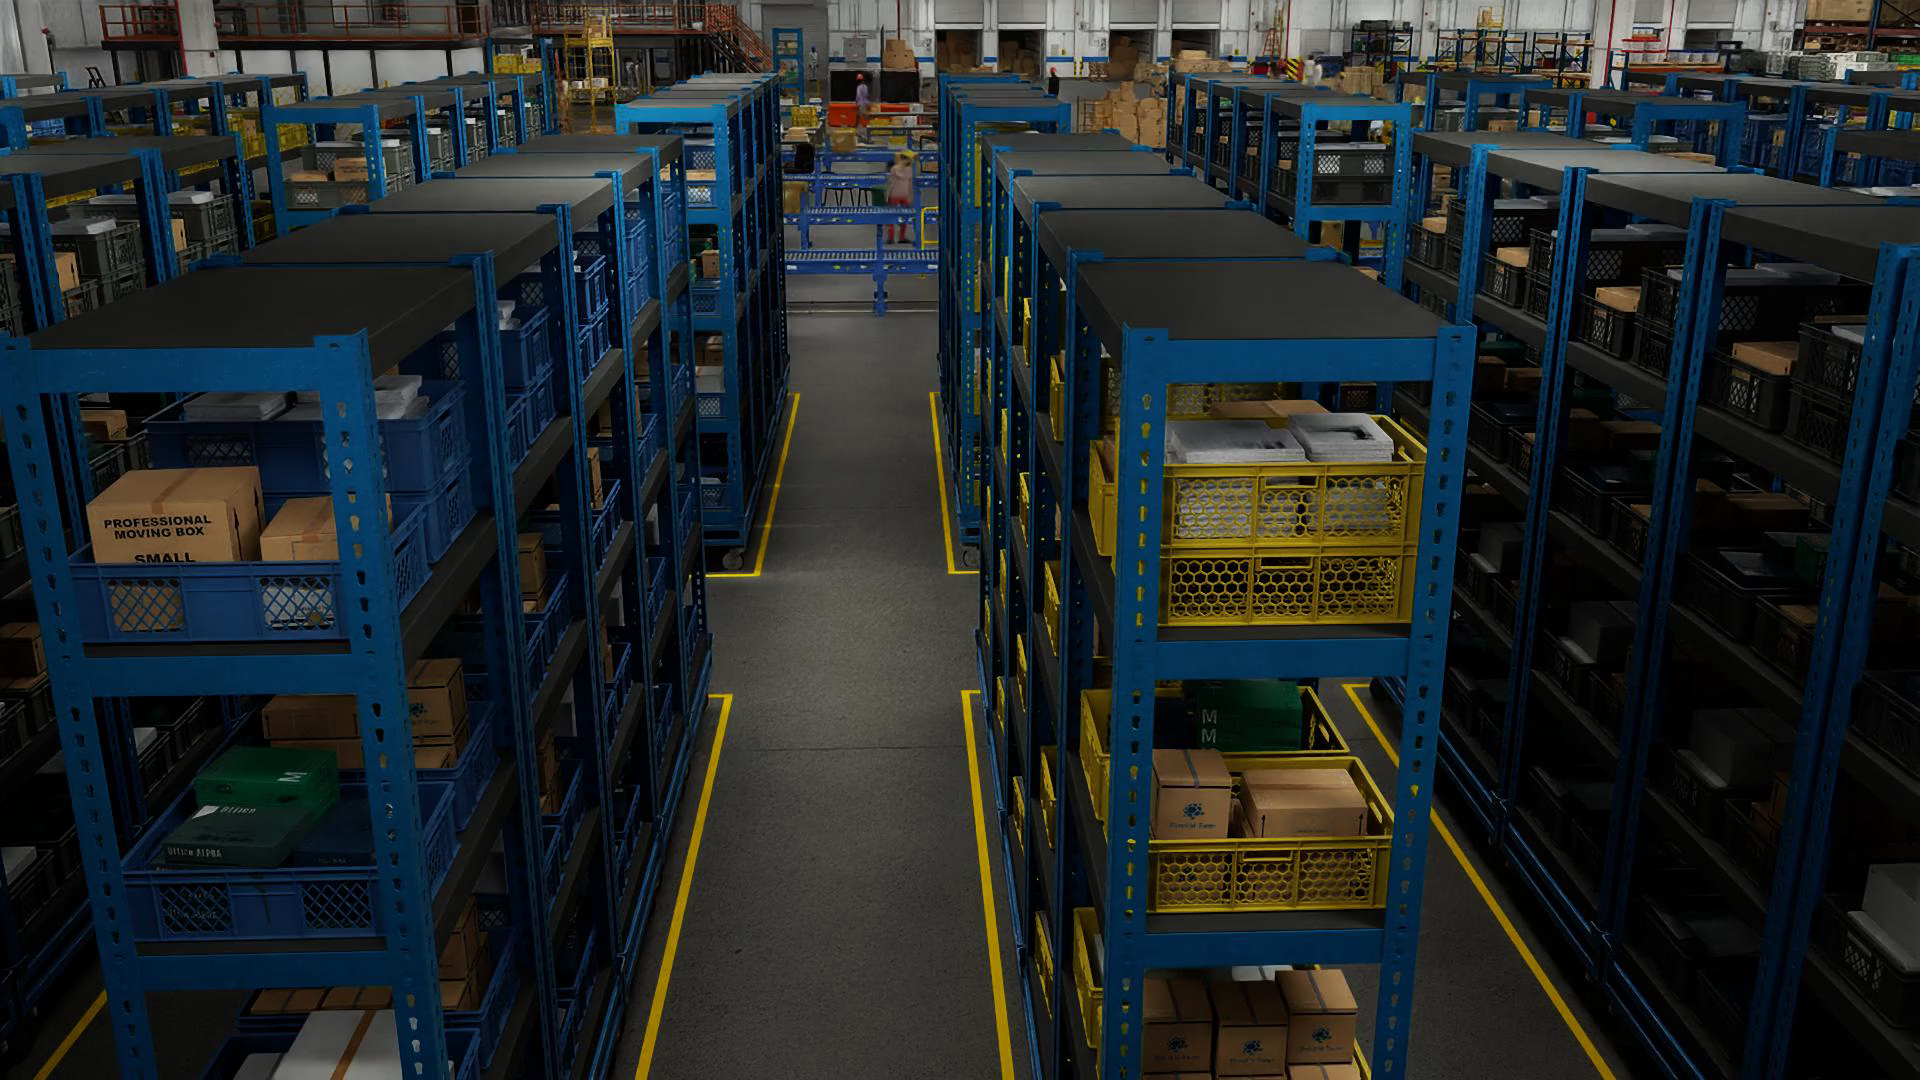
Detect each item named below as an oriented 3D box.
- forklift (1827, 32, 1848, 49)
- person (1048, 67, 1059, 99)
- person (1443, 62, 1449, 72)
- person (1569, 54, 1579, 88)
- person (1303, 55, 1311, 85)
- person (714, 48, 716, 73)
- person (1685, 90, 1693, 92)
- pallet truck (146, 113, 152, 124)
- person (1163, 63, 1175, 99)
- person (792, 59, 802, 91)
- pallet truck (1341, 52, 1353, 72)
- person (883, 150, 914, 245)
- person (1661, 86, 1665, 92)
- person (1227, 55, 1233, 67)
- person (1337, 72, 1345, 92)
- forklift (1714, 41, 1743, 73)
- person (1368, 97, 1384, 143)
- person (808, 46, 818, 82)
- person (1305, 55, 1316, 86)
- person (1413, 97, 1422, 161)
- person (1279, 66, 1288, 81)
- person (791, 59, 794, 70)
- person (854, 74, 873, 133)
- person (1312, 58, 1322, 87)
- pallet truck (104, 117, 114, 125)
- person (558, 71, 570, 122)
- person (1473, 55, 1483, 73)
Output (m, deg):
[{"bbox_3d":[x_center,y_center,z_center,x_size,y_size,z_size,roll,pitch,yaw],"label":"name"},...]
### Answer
[{"bbox_3d":[46.023,-25.321,87.619,1.129,2.768,1.873,-1,18,-2],"label":"forklift"},{"bbox_3d":[3.509,-16.821,62.733,0.381,1.994,0.613,-11,21,-31],"label":"person"},{"bbox_3d":[21.897,-20.685,75.093,0.300,1.743,0.493,7,19,20],"label":"person"},{"bbox_3d":[29.604,-22.419,80.164,0.363,1.928,0.587,12,21,32],"label":"person"},{"bbox_3d":[17.590,-23.506,83.719,0.861,1.812,0.632,0,18,0],"label":"person"},{"bbox_3d":[-13.842,-26.858,93.794,0.396,1.992,0.623,-7,19,-20],"label":"person"},{"bbox_3d":[29.522,-18.181,67.030,0.620,1.942,0.719,1,18,3],"label":"person"},{"bbox_3d":[-18.087,-8.309,36.390,1.885,1.965,0.823,-1,18,-4],"label":"pallet truck"},{"bbox_3d":[8.302,-17.723,65.453,0.679,2.000,0.535,-2,18,-7],"label":"person"},{"bbox_3d":[-8.288,-23.947,84.956,0.544,1.898,0.958,-3,18,-10],"label":"person"},{"bbox_3d":[18.794,-23.123,82.231,0.823,1.965,1.885,-13,22,-35],"label":"pallet truck"},{"bbox_3d":[-1.144,-6.298,30.614,0.675,1.720,0.333,-13,22,-34],"label":"person"},{"bbox_3d":[25.539,-15.884,59.950,0.436,1.917,0.594,-17,24,-42],"label":"person"},{"bbox_3d":[14.130,-24.617,87.389,0.916,1.639,0.547,16,24,41],"label":"person"},{"bbox_3d":[14.734,-17.278,64.540,0.403,1.748,0.525,3,18,10],"label":"person"},{"bbox_3d":[31.037,-18.815,67.486,1.129,2.768,1.873,-1,18,-2],"label":"forklift"},{"bbox_3d":[12.170,-12.078,48.585,0.528,1.666,0.837,1,18,2],"label":"person"},{"bbox_3d":[-8.290,-26.918,94.053,0.605,1.948,0.389,-16,24,-41],"label":"person"},{"bbox_3d":[16.766,-22.196,79.482,0.375,1.935,0.629,-14,22,-36],"label":"person"},{"bbox_3d":[12.712,-11.436,46.397,0.604,1.795,0.910,-1,18,-3],"label":"person"},{"bbox_3d":[13.078,-18.278,67.485,0.785,1.852,0.522,-10,20,-28],"label":"person"},{"bbox_3d":[-9.013,-25.933,91.043,0.375,1.922,0.594,17,24,41],"label":"person"},{"bbox_3d":[-3.327,-14.862,56.698,1.086,1.990,0.623,6,19,19],"label":"person"},{"bbox_3d":[15.803,-20.474,74.153,0.671,1.920,0.653,9,20,25],"label":"person"},{"bbox_3d":[-18.367,-7.885,35.078,1.885,1.965,0.823,1,18,2],"label":"pallet truck"},{"bbox_3d":[-14.802,-16.639,62.374,0.596,1.859,0.602,4,18,14],"label":"person"},{"bbox_3d":[25.144,-22.590,80.801,0.998,1.851,0.725,-4,18,-13],"label":"person"}]
